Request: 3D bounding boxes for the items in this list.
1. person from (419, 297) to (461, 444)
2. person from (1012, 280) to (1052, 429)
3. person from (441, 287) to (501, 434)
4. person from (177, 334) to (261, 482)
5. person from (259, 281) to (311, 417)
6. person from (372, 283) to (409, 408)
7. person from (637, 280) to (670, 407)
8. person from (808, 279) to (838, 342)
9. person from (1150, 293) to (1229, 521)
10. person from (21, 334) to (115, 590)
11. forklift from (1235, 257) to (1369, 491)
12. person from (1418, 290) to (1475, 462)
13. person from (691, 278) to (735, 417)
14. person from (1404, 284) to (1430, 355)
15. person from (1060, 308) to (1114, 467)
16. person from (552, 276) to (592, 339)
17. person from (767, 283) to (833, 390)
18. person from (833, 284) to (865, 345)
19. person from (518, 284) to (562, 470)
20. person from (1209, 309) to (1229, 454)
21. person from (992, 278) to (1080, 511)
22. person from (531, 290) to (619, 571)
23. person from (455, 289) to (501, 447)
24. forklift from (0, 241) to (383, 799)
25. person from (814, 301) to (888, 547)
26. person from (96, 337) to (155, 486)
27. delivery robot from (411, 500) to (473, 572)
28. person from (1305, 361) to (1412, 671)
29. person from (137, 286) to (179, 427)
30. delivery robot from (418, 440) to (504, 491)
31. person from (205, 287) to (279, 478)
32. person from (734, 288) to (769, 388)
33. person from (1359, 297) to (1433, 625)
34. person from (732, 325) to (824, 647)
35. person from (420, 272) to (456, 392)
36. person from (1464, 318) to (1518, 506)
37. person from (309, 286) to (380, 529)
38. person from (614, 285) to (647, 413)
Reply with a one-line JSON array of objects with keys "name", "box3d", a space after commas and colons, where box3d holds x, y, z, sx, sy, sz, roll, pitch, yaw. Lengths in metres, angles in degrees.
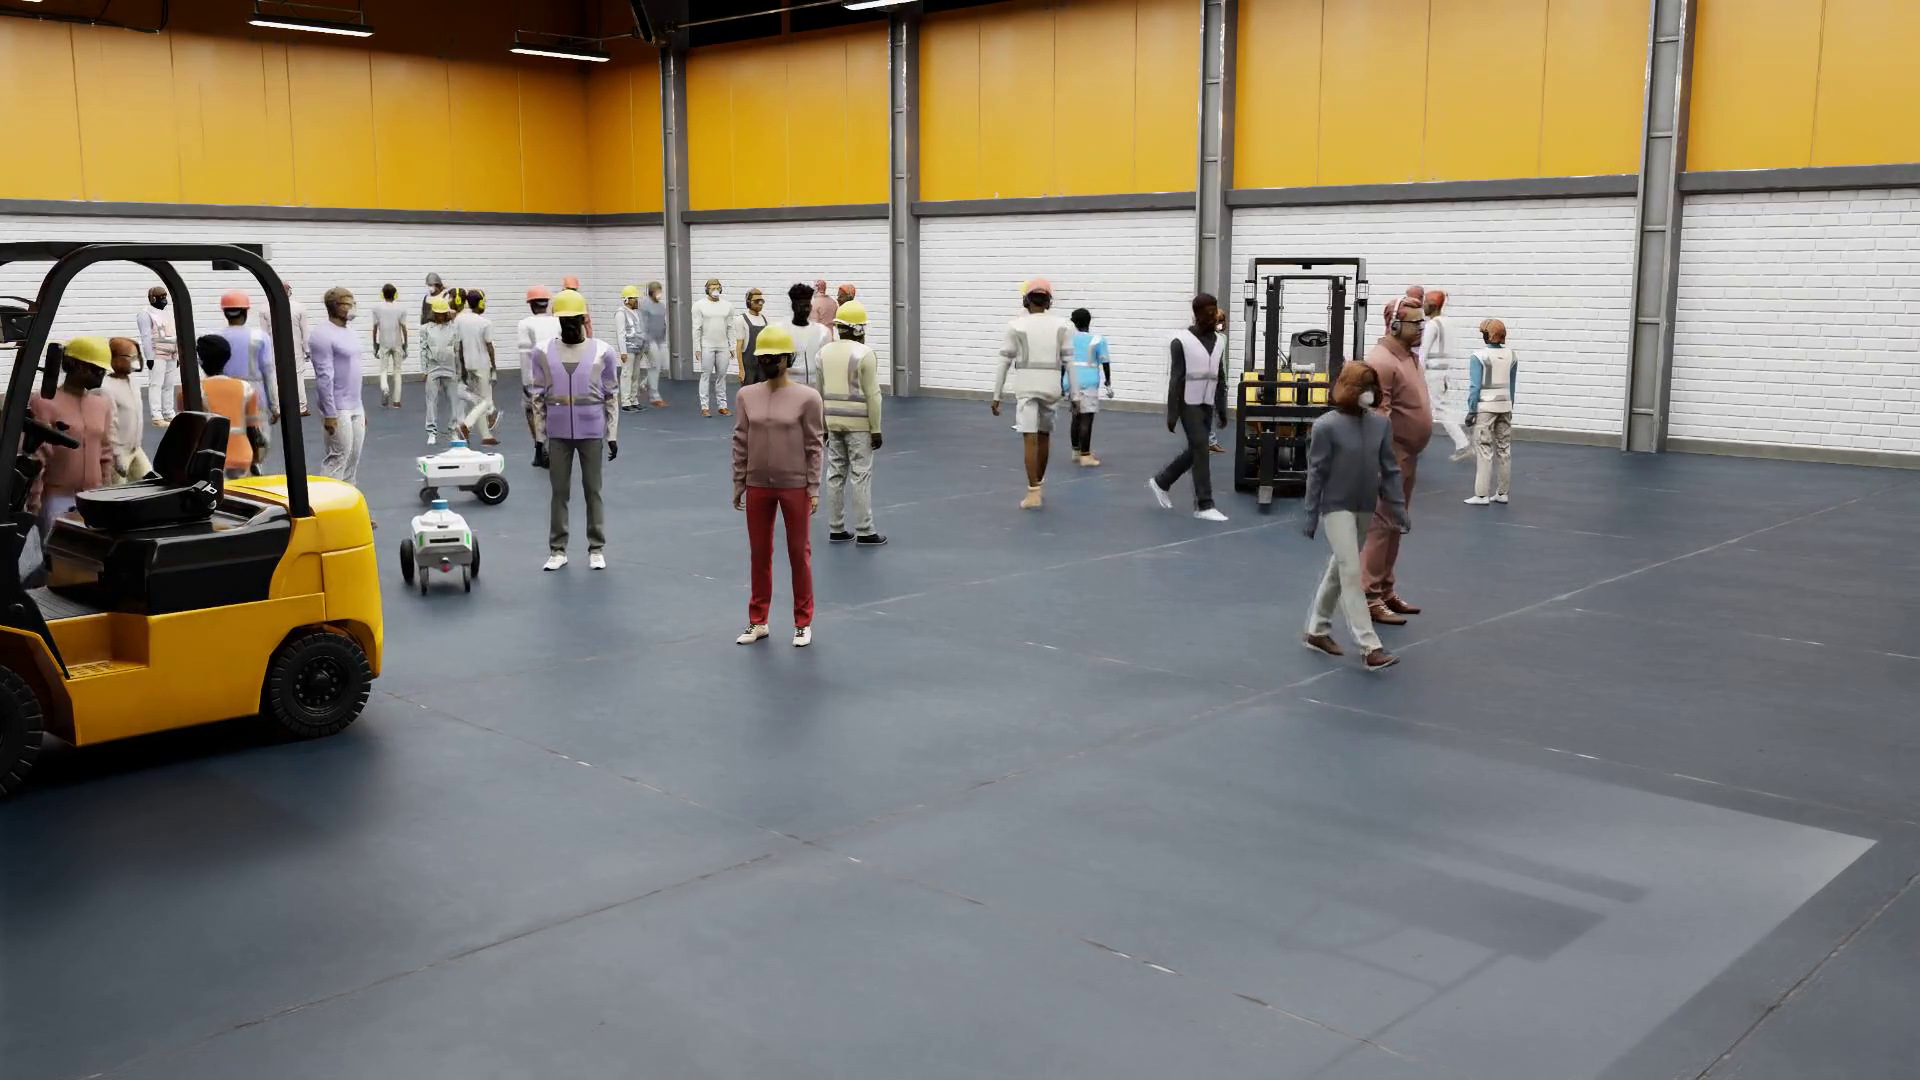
[{"name": "person", "box3d": [-6.139, -2.000, 19.712, 0.483, 1.735, 0.311, -4, 10, -25]}, {"name": "person", "box3d": [0.917, -2.355, 21.300, 0.384, 1.925, 0.593, -9, 13, -43]}, {"name": "person", "box3d": [-6.159, -2.229, 20.777, 0.641, 1.850, 0.532, -3, 10, -18]}, {"name": "person", "box3d": [-4.760, -0.495, 10.761, 0.791, 1.675, 0.530, 6, 11, 34]}, {"name": "person", "box3d": [-9.420, -2.666, 23.269, 0.651, 1.907, 0.409, -2, 10, -13]}, {"name": "person", "box3d": [-8.464, -2.880, 24.730, 0.509, 1.860, 0.463, -2, 10, -13]}, {"name": "person", "box3d": [-4.635, -2.938, 24.950, 0.569, 1.911, 0.632, 4, 10, 25]}, {"name": "person", "box3d": [-2.198, -3.136, 26.155, 0.403, 1.906, 0.652, 6, 11, 31]}, {"name": "person", "box3d": [1.932, -1.125, 13.921, 0.600, 1.882, 0.887, -8, 12, -41]}, {"name": "person", "box3d": [-4.799, -0.231, 8.867, 0.600, 1.721, 0.594, 4, 10, 21]}, {"name": "forklift", "box3d": [3.309, -1.629, 16.029, 1.214, 2.155, 2.313, 2, 9, 11]}, {"name": "person", "box3d": [5.148, -1.772, 17.977, 0.957, 1.851, 0.574, 5, 10, 26]}, {"name": "person", "box3d": [-3.440, -2.687, 23.304, 0.630, 1.940, 0.372, -6, 11, -32]}, {"name": "person", "box3d": [5.216, -1.998, 19.214, 0.660, 1.892, 0.436, 0, 9, 2]}, {"name": "person", "box3d": [1.317, -1.605, 17.533, 0.582, 1.660, 0.555, 6, 11, 33]}, {"name": "person", "box3d": [-6.116, -3.174, 26.220, 0.632, 1.964, 0.903, -7, 11, -35]}, {"name": "person", "box3d": [-1.338, -1.263, 14.542, 0.634, 1.936, 0.795, -5, 10, -27]}, {"name": "person", "box3d": [-1.364, -2.147, 20.165, 0.355, 1.882, 0.575, -6, 11, -34]}, {"name": "person", "box3d": [-4.292, -1.679, 17.169, 0.556, 1.916, 0.422, -6, 11, -31]}, {"name": "person", "box3d": [2.831, -1.780, 18.671, 0.498, 1.633, 0.284, -9, 13, -43]}, {"name": "person", "box3d": [0.643, -1.282, 14.522, 0.726, 1.987, 0.937, -2, 9, -11]}, {"name": "person", "box3d": [-2.641, -0.747, 11.437, 0.589, 1.928, 0.386, -1, 9, -3]}, {"name": "person", "box3d": [-5.620, -1.976, 19.265, 0.528, 1.842, 0.712, 4, 10, 25]}, {"name": "forklift", "box3d": [-3.706, -0.171, 7.093, 1.214, 2.155, 2.313, 9, 13, 43]}, {"name": "person", "box3d": [-0.804, -0.864, 12.442, 0.586, 1.835, 0.404, 7, 12, 38]}, {"name": "person", "box3d": [-5.590, -0.568, 11.297, 0.624, 1.611, 0.522, 0, 9, 1]}, {"name": "delivery robot", "box3d": [-3.398, -0.020, 10.889, 0.477, 0.478, 0.707, -4, 10, -21]}, {"name": "person", "box3d": [2.083, -0.129, 8.651, 0.514, 1.588, 0.838, -5, 10, -28]}, {"name": "person", "box3d": [-10.497, -2.409, 21.889, 0.429, 1.842, 0.633, 1, 9, 8]}, {"name": "delivery robot", "box3d": [-4.401, -0.636, 14.669, 0.707, 0.478, 0.477, -4, 10, -22]}, {"name": "person", "box3d": [-6.054, -1.158, 13.985, 0.554, 1.921, 0.727, -1, 9, -4]}, {"name": "person", "box3d": [-2.392, -2.003, 19.390, 0.345, 1.847, 0.504, 7, 12, 38]}, {"name": "person", "box3d": [2.576, -0.470, 9.811, 0.401, 1.905, 0.672, 5, 11, 30]}, {"name": "person", "box3d": [-1.005, -0.291, 9.141, 0.525, 1.769, 0.309, 2, 9, 13]}, {"name": "person", "box3d": [-8.745, -3.487, 27.895, 0.695, 2.000, 0.641, 2, 10, 14]}, {"name": "person", "box3d": [4.653, -1.115, 14.580, 0.514, 1.638, 0.315, -4, 10, -25]}, {"name": "person", "box3d": [-4.828, -1.009, 13.029, 0.386, 1.939, 0.657, 0, 9, 3]}, {"name": "person", "box3d": [-4.747, -2.758, 24.056, 0.404, 1.830, 0.603, 2, 10, 14]}]
